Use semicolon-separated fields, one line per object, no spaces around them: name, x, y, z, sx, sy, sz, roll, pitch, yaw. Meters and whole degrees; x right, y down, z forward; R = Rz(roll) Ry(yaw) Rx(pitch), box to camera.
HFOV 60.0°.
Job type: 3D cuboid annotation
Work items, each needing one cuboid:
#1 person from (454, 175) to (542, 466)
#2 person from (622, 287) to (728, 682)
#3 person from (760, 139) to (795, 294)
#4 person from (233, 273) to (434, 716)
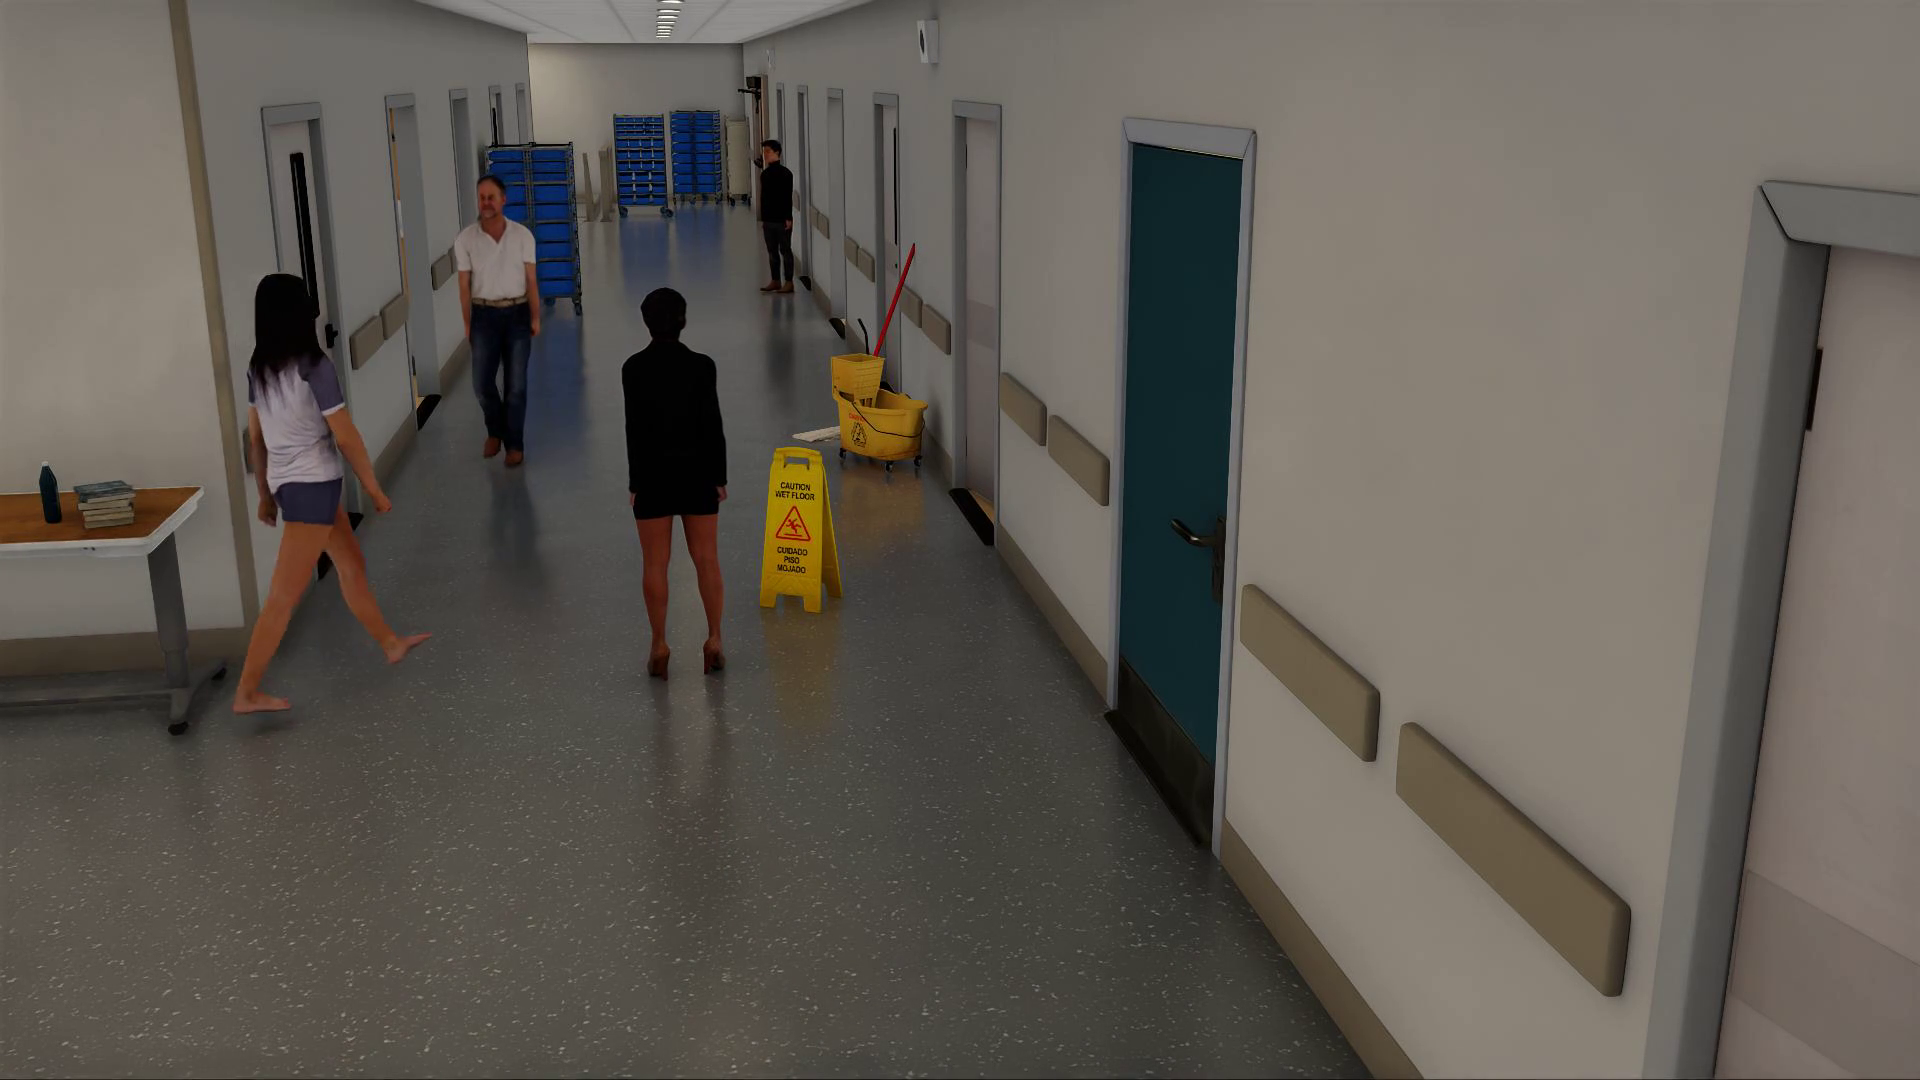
person;-2.929;-1.420;10.729;0.650;1.841;0.661;-2;16;-8
person;-1.169;-0.222;6.853;0.567;1.640;0.626;-4;16;-13
person;-2.092;-3.716;19.093;0.698;1.722;0.776;12;20;37
person;-2.601;-0.122;6.451;1.137;1.666;1.203;11;19;33
